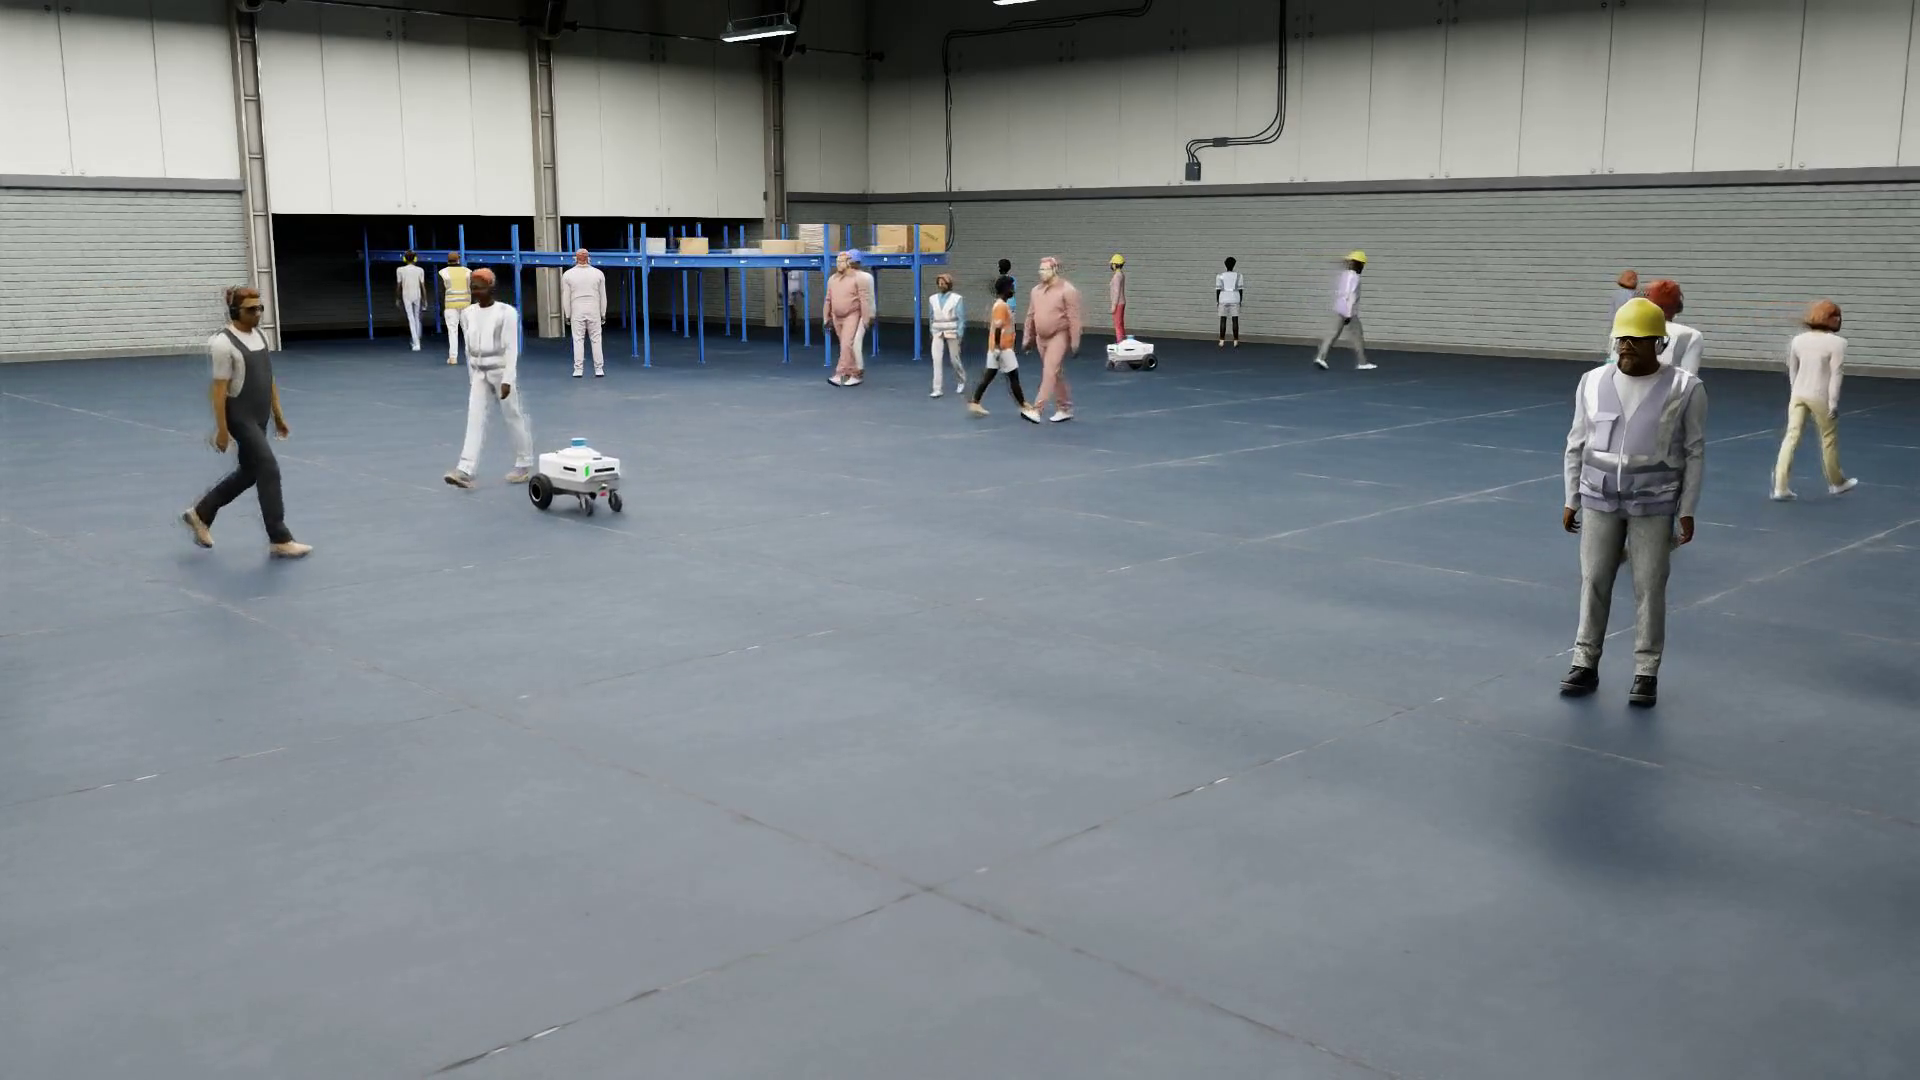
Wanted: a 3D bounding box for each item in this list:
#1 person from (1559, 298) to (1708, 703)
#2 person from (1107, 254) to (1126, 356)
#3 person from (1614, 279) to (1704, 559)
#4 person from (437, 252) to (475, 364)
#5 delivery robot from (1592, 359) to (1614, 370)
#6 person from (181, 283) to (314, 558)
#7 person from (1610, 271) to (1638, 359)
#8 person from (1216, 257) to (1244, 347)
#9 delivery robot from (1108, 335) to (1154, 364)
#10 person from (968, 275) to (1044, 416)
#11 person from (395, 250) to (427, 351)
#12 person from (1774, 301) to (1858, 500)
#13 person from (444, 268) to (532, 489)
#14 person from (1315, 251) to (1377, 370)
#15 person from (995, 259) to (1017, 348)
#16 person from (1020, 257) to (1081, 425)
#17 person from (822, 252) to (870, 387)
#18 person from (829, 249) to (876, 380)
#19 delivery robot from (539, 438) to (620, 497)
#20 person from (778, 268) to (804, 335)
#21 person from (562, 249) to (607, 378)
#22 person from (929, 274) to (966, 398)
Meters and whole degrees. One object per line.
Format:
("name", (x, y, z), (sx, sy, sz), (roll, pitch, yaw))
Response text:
("person", (3.046, -0.180, 7.579), (0.603, 1.830, 0.404), (8, 13, 36))
("person", (2.774, -4.153, 29.416), (0.309, 1.772, 0.525), (3, 11, 15))
("person", (4.543, -0.792, 10.948), (0.584, 1.833, 1.015), (8, 13, 37))
("person", (-8.338, -3.847, 27.559), (0.624, 1.841, 0.430), (-7, 12, -32))
("delivery robot", (8.273, -2.185, 21.149), (0.698, 0.223, 0.335), (-5, 11, -23))
("person", (-4.773, -0.785, 10.951), (0.864, 1.810, 0.516), (1, 10, 4))
("person", (9.150, -2.885, 22.919), (0.299, 1.624, 0.549), (-1, 10, -6))
("person", (5.131, -4.531, 31.679), (0.532, 1.696, 0.319), (1, 10, 7))
("delivery robot", (2.686, -2.982, 26.201), (0.707, 0.478, 0.477), (-5, 12, -25))
("person", (0.503, -2.248, 19.351), (0.890, 1.648, 0.546), (0, 10, 1))
("person", (-10.187, -4.436, 30.818), (0.494, 1.826, 0.915), (-7, 12, -33))
("person", (6.892, -1.120, 13.347), (0.843, 1.580, 0.522), (-5, 12, -26))
("person", (-3.964, -1.359, 14.006), (0.593, 1.827, 0.992), (4, 11, 22))
("person", (6.088, -3.616, 26.249), (1.012, 1.867, 0.603), (-2, 11, -11))
("person", (0.787, -4.053, 29.064), (0.322, 1.697, 0.533), (8, 13, 39))
("person", (0.964, -2.229, 18.690), (0.988, 1.854, 0.669), (-9, 14, -41))
("person", (-1.672, -3.057, 23.150), (0.677, 1.866, 0.948), (8, 13, 36))
("person", (-1.587, -3.293, 24.370), (0.613, 1.891, 1.000), (5, 11, 24))
("delivery robot", (-2.964, -0.551, 12.946), (0.707, 0.478, 0.477), (10, 14, 43))
("person", (-3.667, -5.363, 35.593), (0.607, 1.917, 0.581), (9, 14, 41))
("person", (-5.614, -3.395, 24.909), (0.643, 1.909, 0.410), (-3, 11, -18))
("person", (-0.157, -2.716, 22.003), (0.523, 1.611, 0.761), (5, 11, 23))
